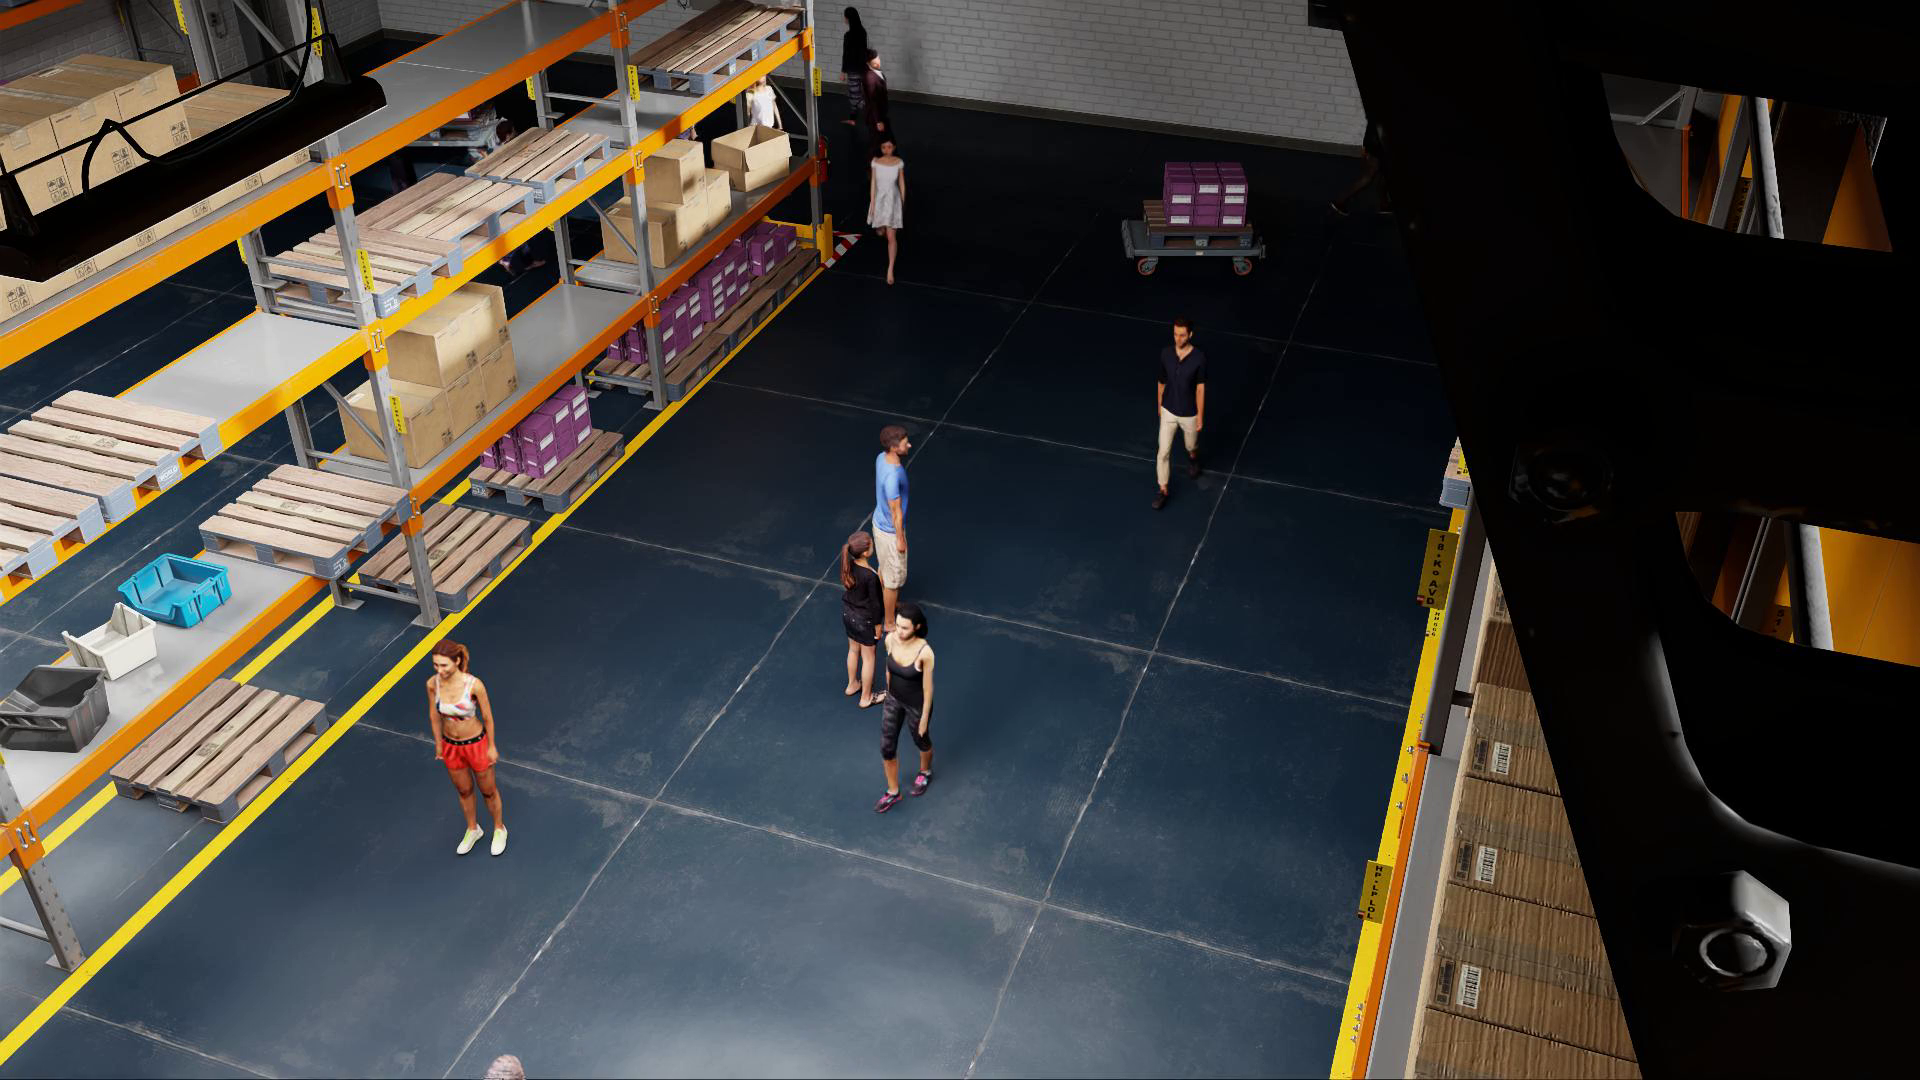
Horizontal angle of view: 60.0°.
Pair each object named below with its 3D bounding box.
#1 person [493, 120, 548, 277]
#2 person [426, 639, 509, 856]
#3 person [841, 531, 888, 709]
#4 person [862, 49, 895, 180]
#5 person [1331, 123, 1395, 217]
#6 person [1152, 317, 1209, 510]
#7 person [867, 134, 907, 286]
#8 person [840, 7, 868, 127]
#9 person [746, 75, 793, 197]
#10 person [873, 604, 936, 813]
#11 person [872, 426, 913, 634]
[{"bbox_3d":[-5.247,-3.955,19.411,1.050,1.839,0.941,-25,41,-33],"label":"person"},{"bbox_3d":[-3.372,1.410,11.384,0.642,1.791,0.628,3,34,4],"label":"person"},{"bbox_3d":[-0.764,0.593,12.827,0.653,1.554,0.619,-28,43,-35],"label":"person"},{"bbox_3d":[-1.117,-5.608,21.918,0.879,1.818,0.632,-3,34,-5],"label":"person"},{"bbox_3d":[5.150,-4.877,20.866,1.010,1.764,1.203,-1,34,-1],"label":"person"},{"bbox_3d":[2.064,-1.219,15.306,0.630,1.827,1.093,12,35,17],"label":"person"},{"bbox_3d":[-0.850,-3.903,19.419,0.799,1.745,1.100,2,34,2],"label":"person"},{"bbox_3d":[-1.418,-6.653,23.590,0.833,1.707,0.960,20,38,27],"label":"person"},{"bbox_3d":[-2.644,-5.321,21.622,0.943,1.667,1.202,24,40,31],"label":"person"},{"bbox_3d":[-0.298,1.125,11.884,0.694,1.713,0.876,19,38,26],"label":"person"},{"bbox_3d":[-0.566,-0.111,13.607,0.795,1.862,0.681,-7,34,-10],"label":"person"}]
